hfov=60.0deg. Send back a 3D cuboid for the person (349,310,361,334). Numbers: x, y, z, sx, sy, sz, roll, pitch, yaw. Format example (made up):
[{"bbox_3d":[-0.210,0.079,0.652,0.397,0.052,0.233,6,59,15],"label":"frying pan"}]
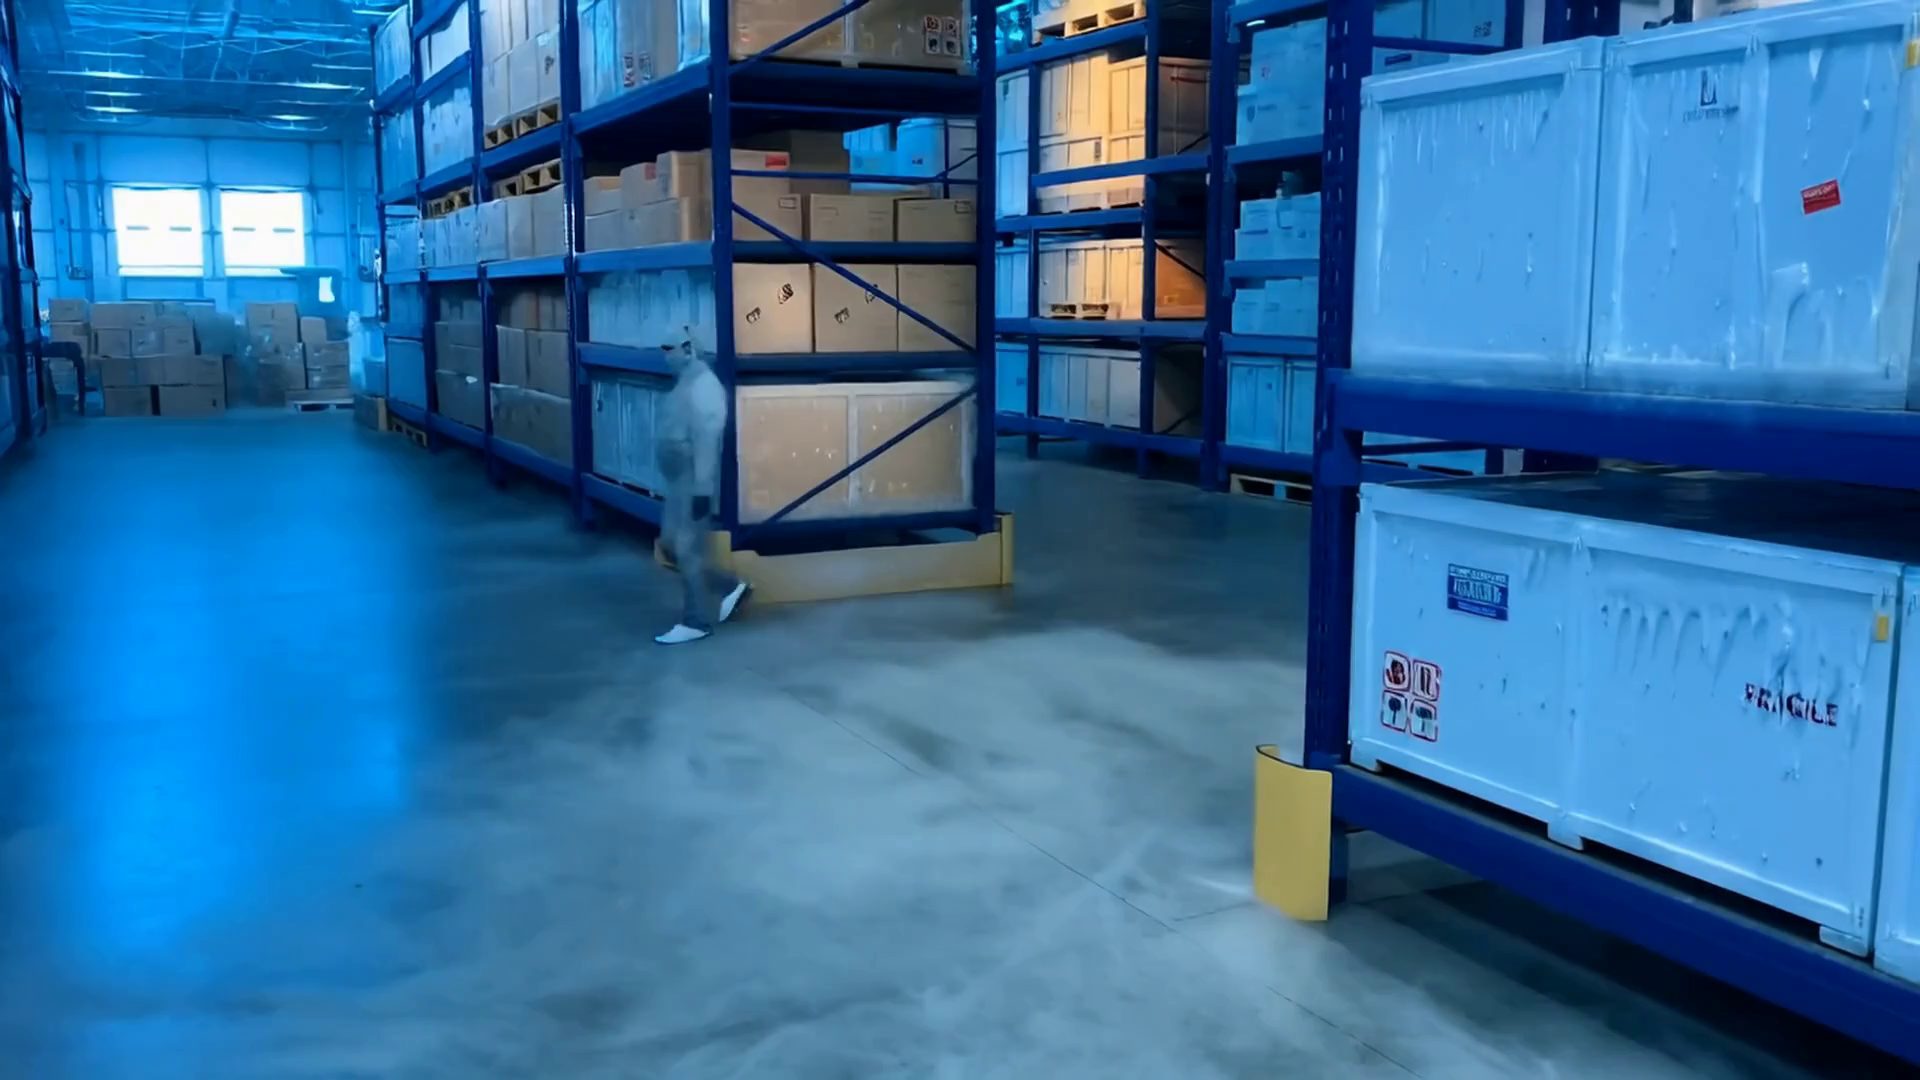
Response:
[{"bbox_3d":[-18.026,-6.004,49.546,0.322,1.698,0.533,-7,11,-39],"label":"person"}]

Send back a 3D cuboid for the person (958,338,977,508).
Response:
[{"bbox_3d":[0.082,-1.019,15.235,0.494,1.678,0.540,5,10,30],"label":"person"}]

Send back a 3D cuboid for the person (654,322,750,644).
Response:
[{"bbox_3d":[-1.547,-0.337,9.822,0.539,1.893,0.648,-4,9,-25],"label":"person"}]

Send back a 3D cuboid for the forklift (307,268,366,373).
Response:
[{"bbox_3d":[-16.494,-5.699,43.384,1.129,2.768,1.873,2,9,15],"label":"forklift"}]

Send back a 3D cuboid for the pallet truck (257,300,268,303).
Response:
[{"bbox_3d":[-23.913,-7.404,58.171,1.885,1.965,0.823,-1,8,-9],"label":"pallet truck"}]
